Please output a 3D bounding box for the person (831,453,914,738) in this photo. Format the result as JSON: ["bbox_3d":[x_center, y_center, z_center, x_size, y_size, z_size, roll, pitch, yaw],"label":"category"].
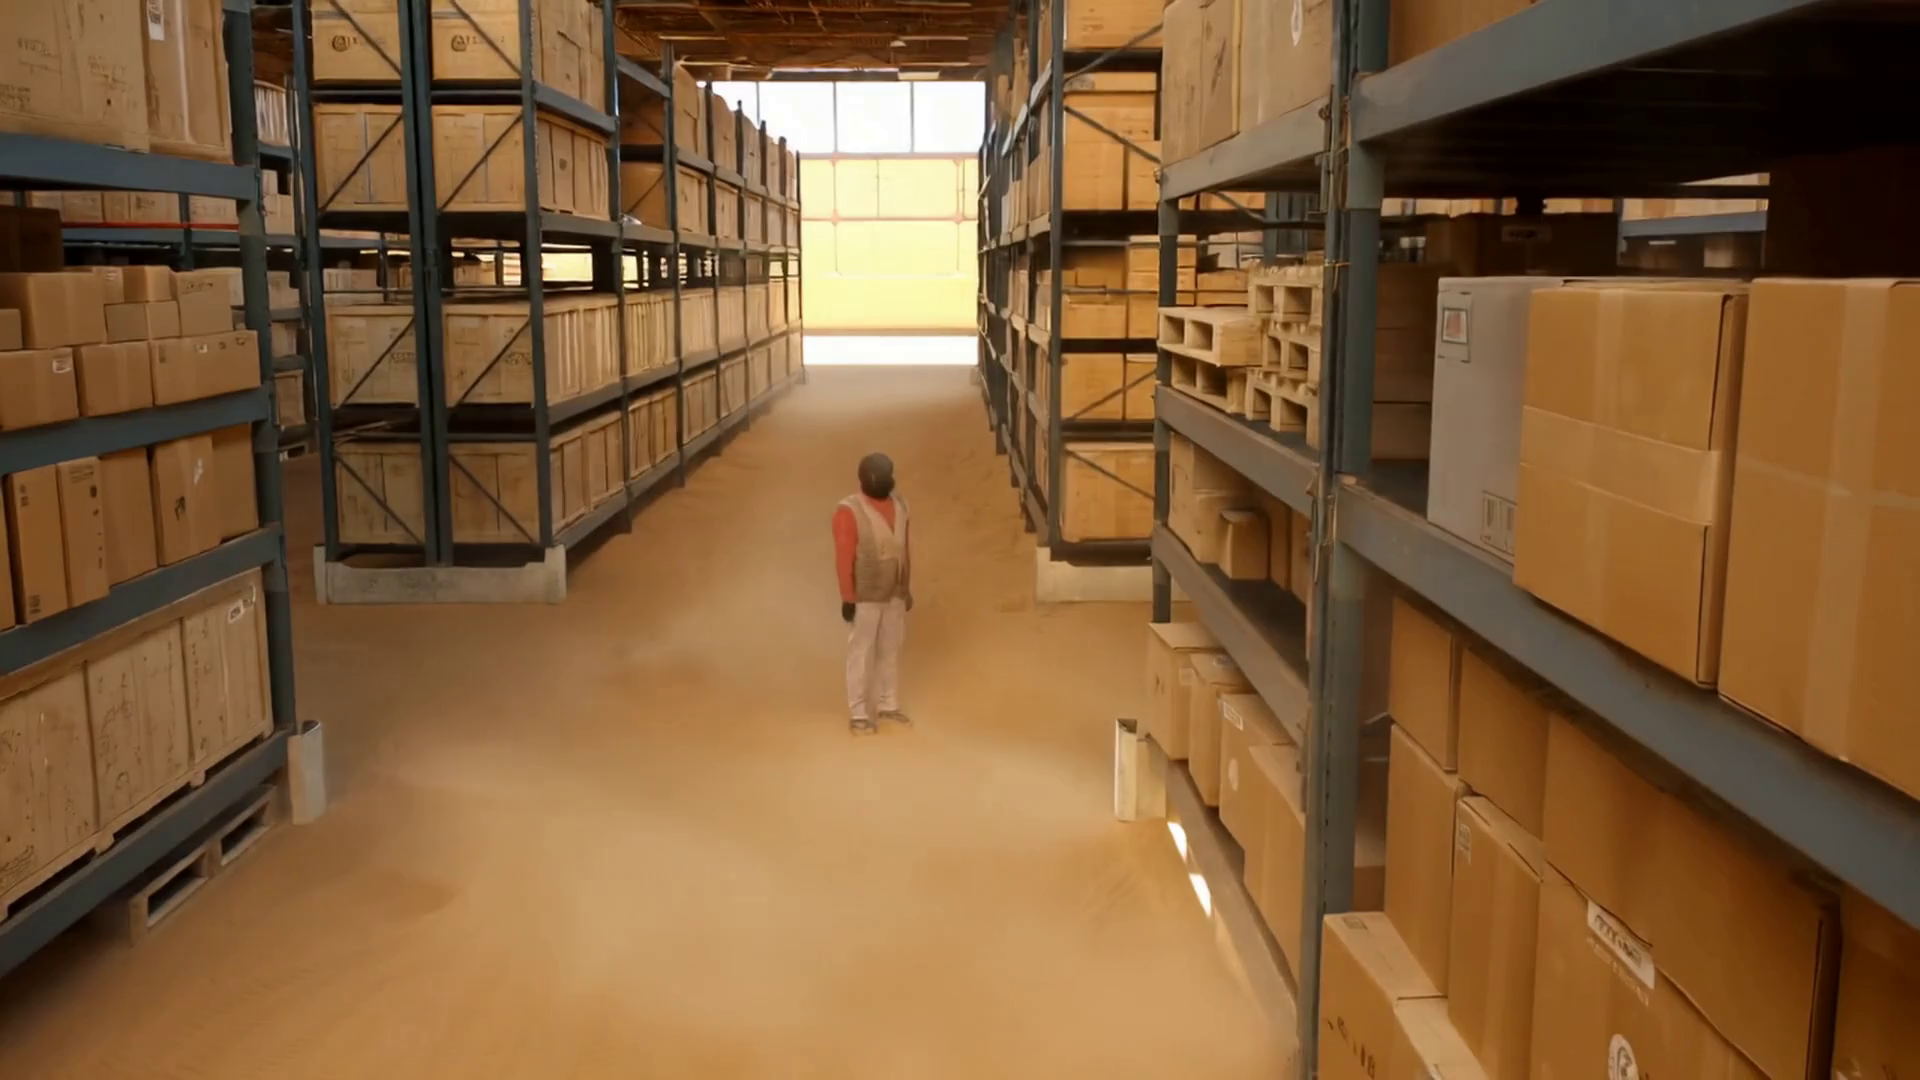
[{"bbox_3d":[-0.539,0.349,10.889,0.429,1.846,0.629,8,12,41],"label":"person"}]
